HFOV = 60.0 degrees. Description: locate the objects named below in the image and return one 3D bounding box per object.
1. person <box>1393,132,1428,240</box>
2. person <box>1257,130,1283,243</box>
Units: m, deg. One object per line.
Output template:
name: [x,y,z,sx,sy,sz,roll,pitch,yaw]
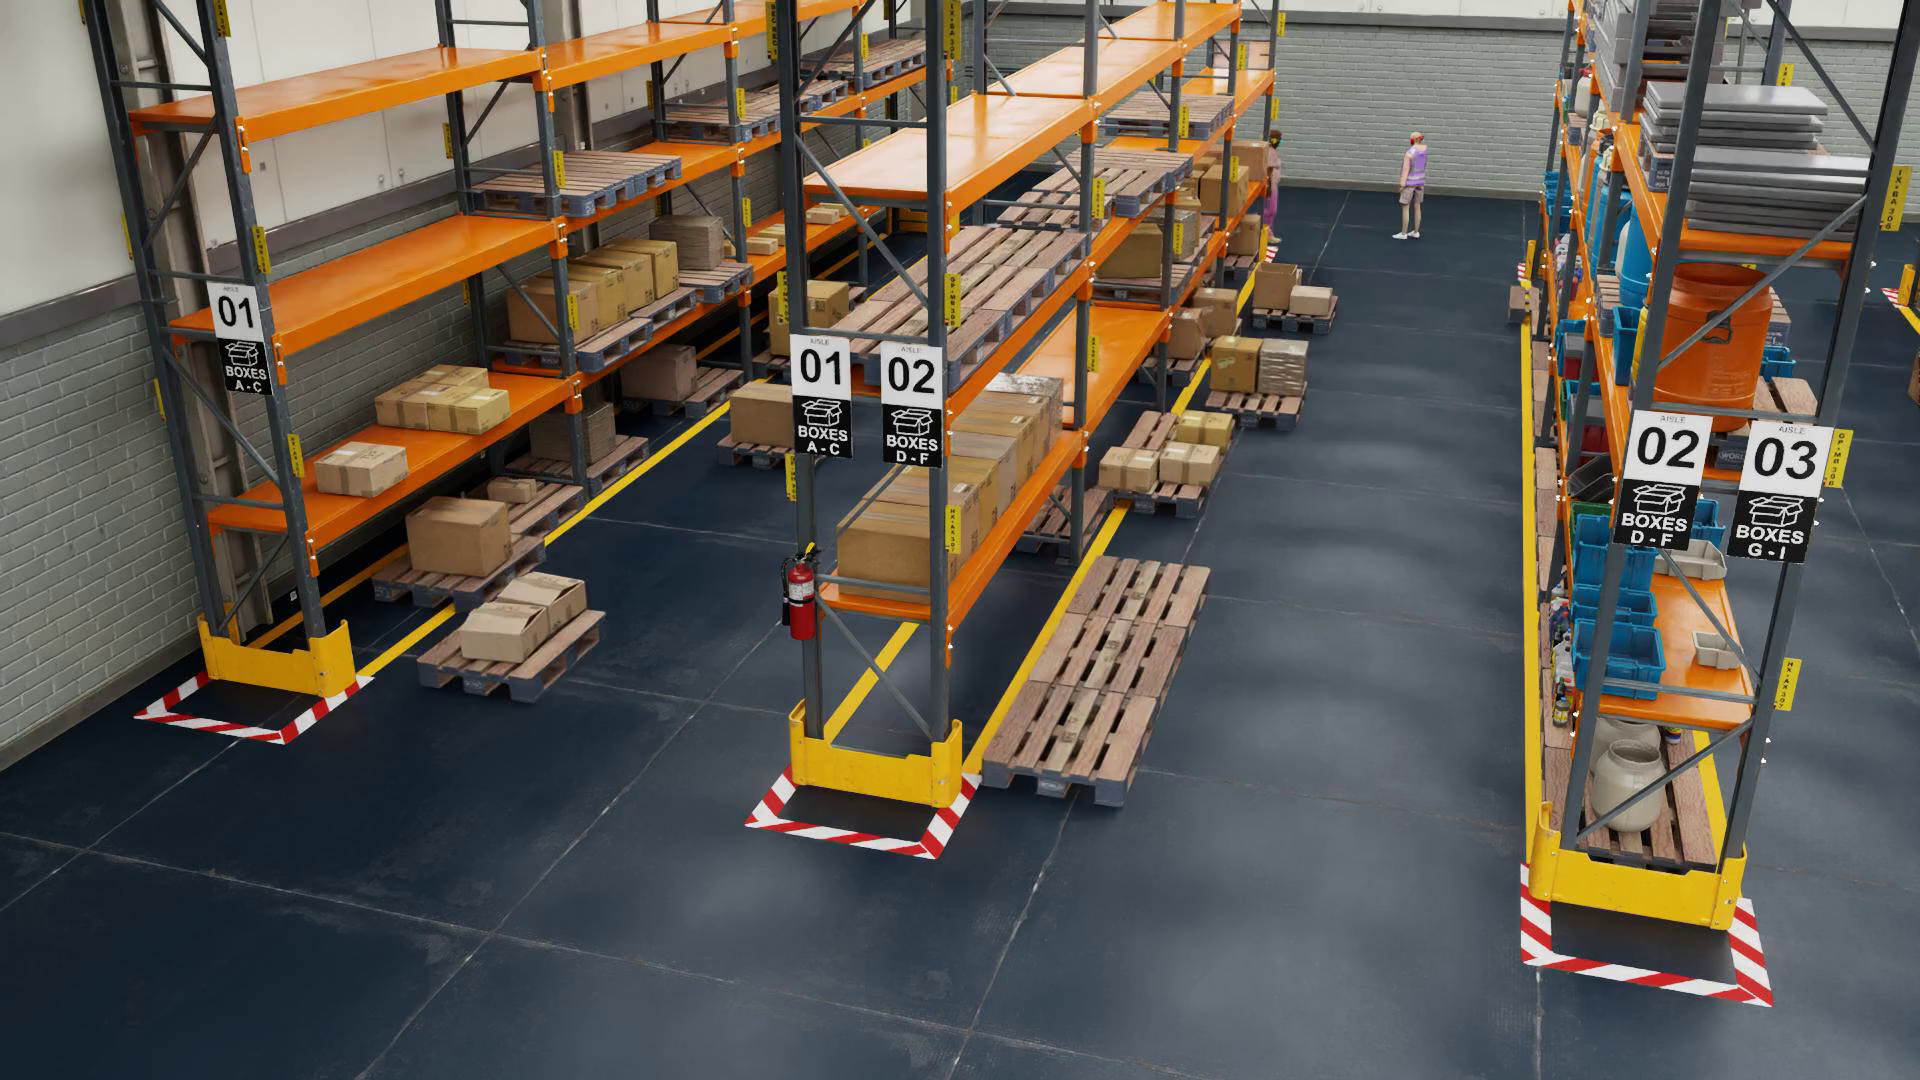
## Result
person: [7.186,-5.623,26.422,0.491,1.688,0.347,-14,27,-28]
person: [4.788,-5.527,26.063,0.512,1.782,0.540,7,24,16]
